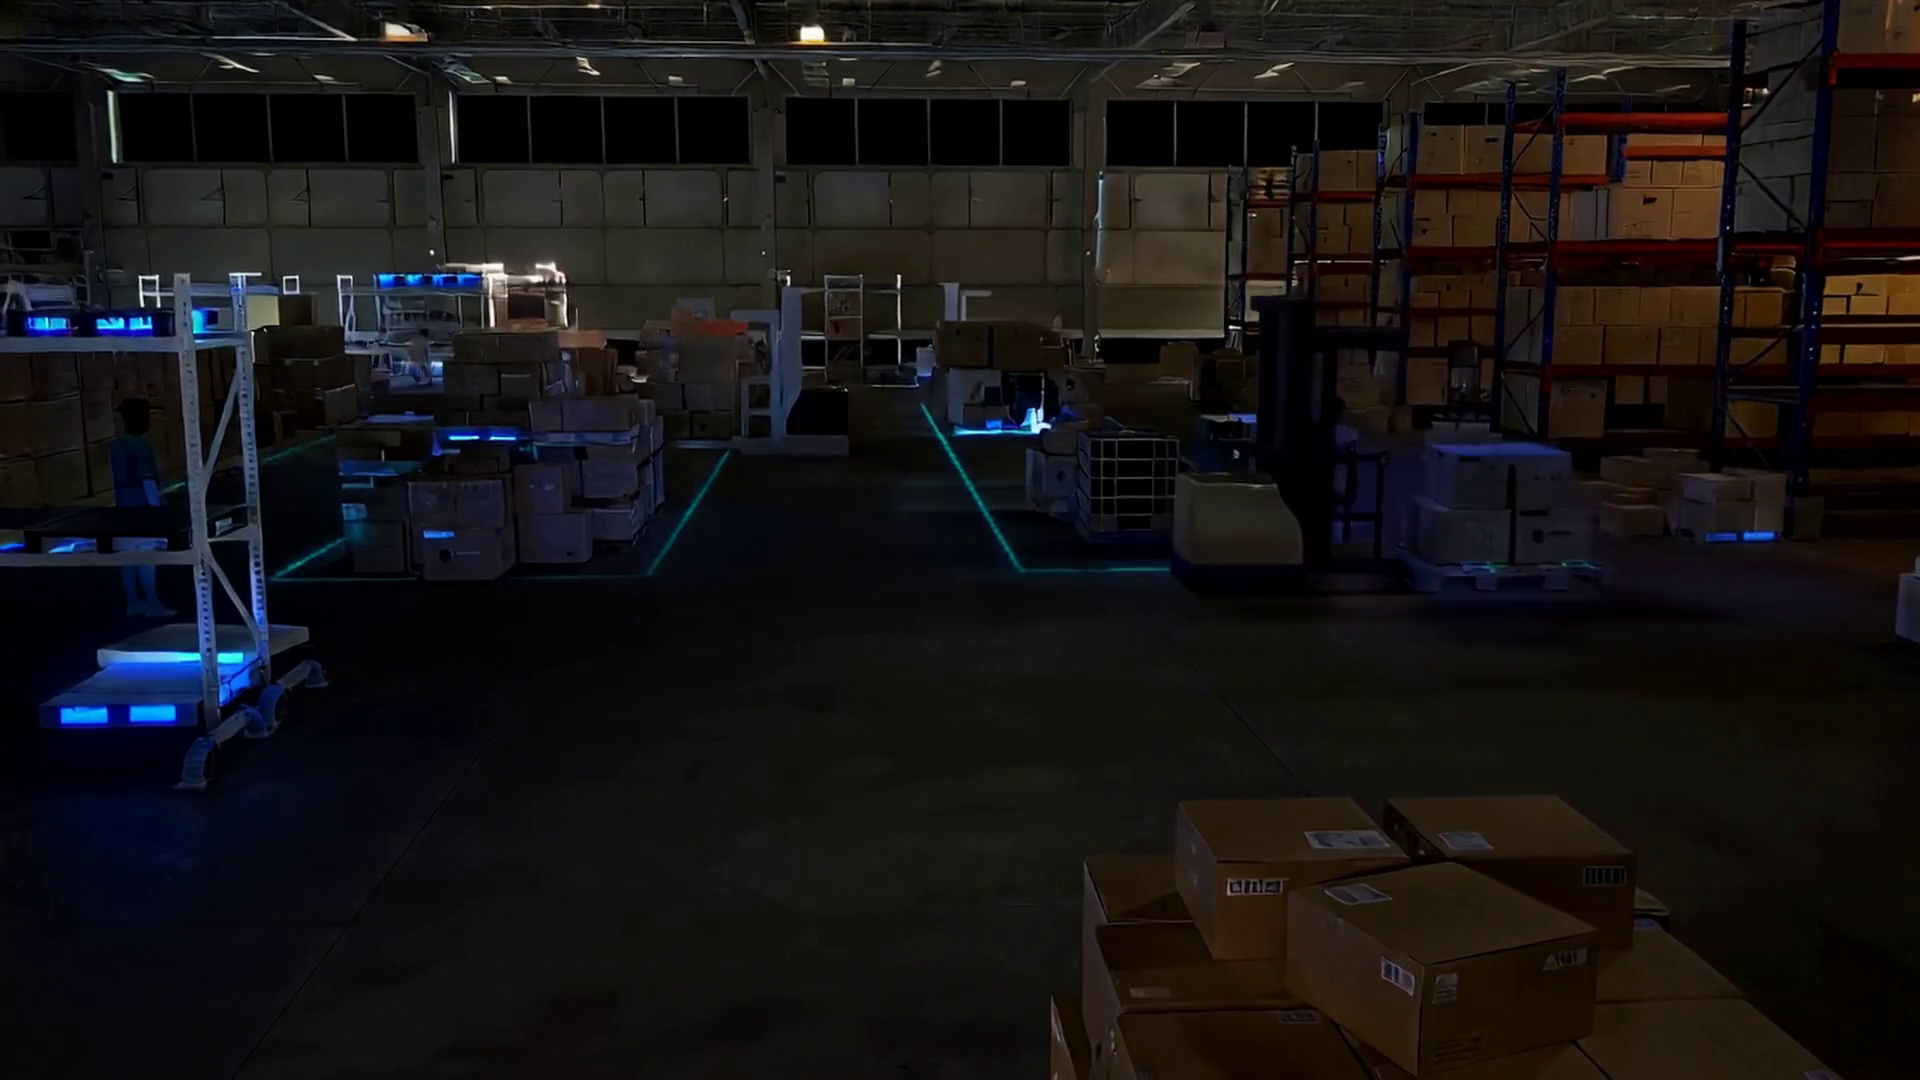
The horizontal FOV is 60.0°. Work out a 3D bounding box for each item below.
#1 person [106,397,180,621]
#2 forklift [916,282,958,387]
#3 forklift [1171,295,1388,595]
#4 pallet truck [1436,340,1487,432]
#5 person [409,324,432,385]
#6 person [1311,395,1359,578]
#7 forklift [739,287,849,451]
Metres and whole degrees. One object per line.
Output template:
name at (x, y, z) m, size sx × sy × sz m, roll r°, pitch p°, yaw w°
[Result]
person at (-7.199, -0.272, 14.598) m, size 0.605 × 1.966 × 0.367 m, roll 6°, pitch 11°, yaw 33°
forklift at (-0.251, -5.566, 44.982) m, size 1.873 × 2.768 × 1.129 m, roll -1°, pitch 9°, yaw -4°
forklift at (3.057, -0.940, 15.934) m, size 1.873 × 2.768 × 1.129 m, roll -1°, pitch 9°, yaw -4°
pallet truck at (8.004, -2.170, 26.422) m, size 0.823 × 1.965 × 1.885 m, roll 2°, pitch 9°, yaw 14°
person at (-12.601, -4.076, 38.679) m, size 0.635 × 1.913 × 0.859 m, roll 7°, pitch 12°, yaw 39°
person at (3.703, -0.508, 16.509) m, size 0.541 × 1.846 × 0.677 m, roll -1°, pitch 9°, yaw -5°
forklift at (-2.857, -2.959, 28.607) m, size 1.873 × 2.768 × 1.129 m, roll -1°, pitch 9°, yaw -4°
